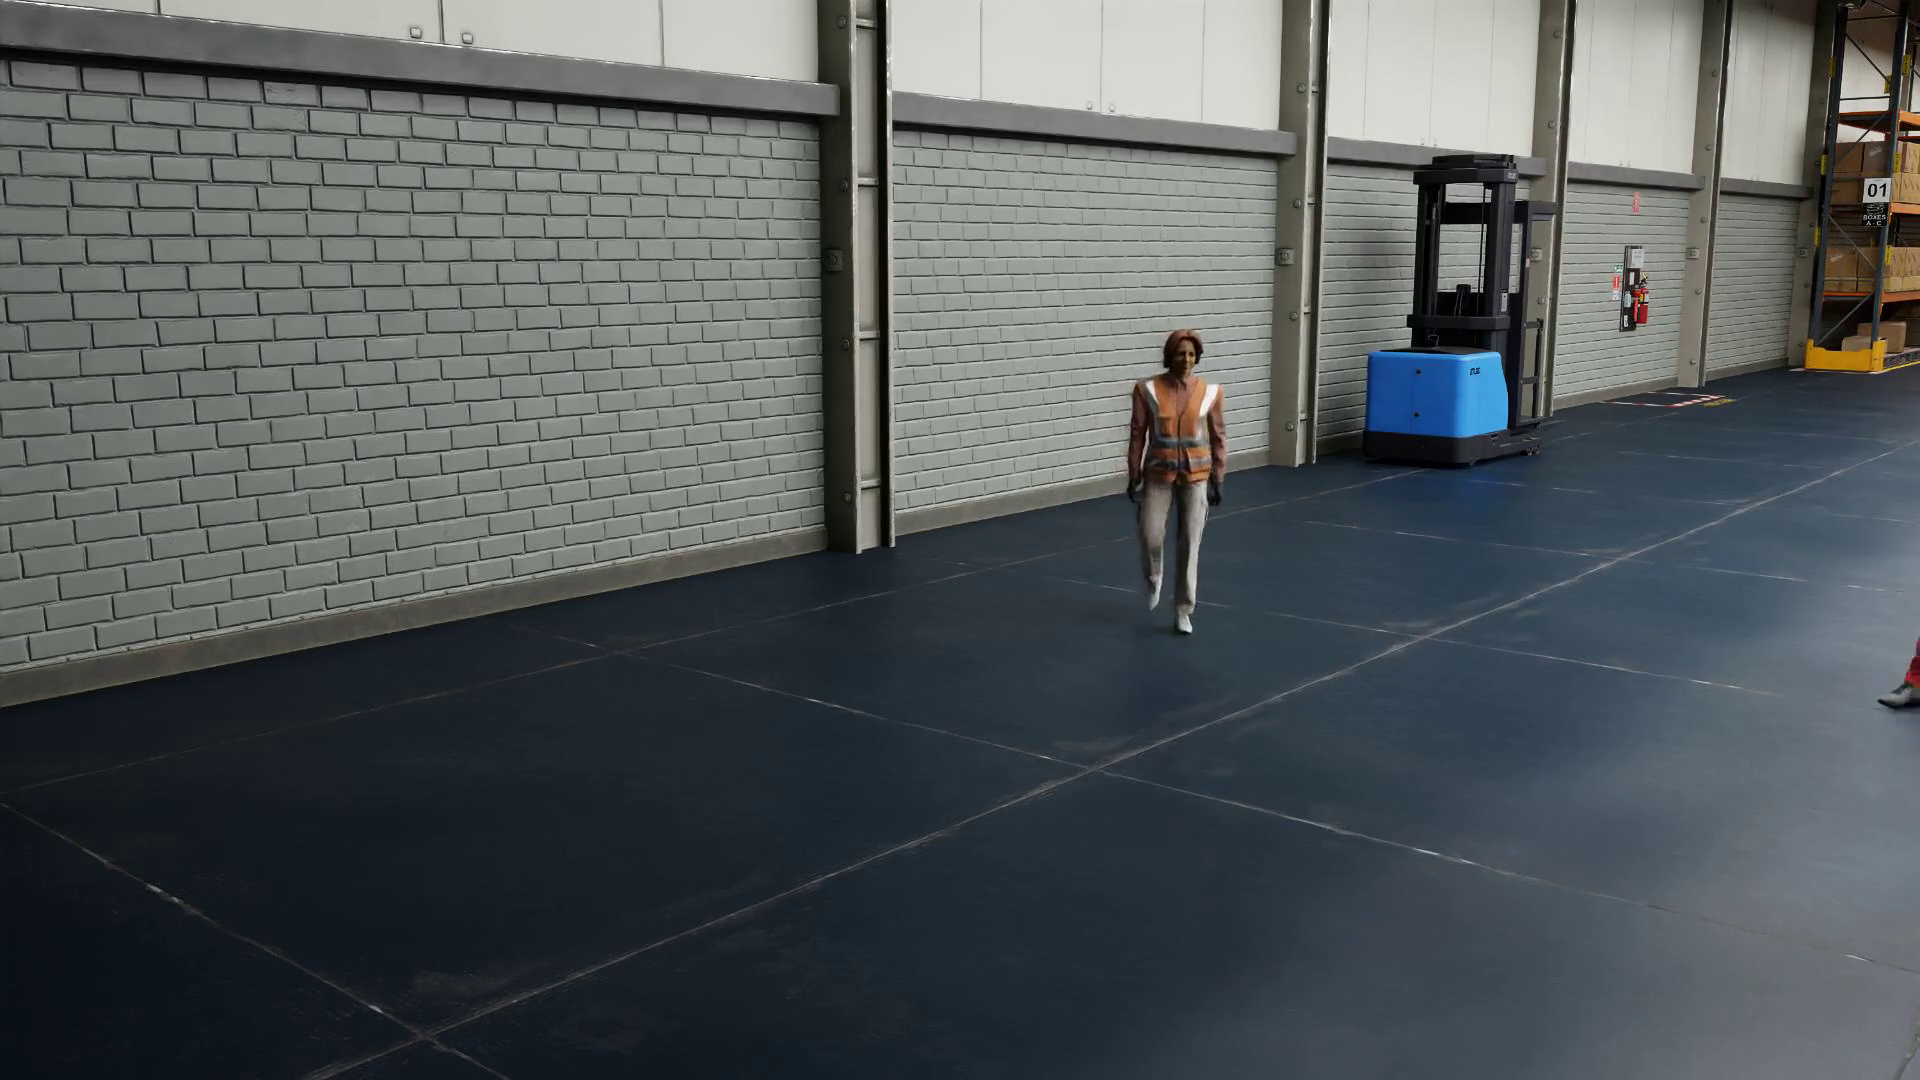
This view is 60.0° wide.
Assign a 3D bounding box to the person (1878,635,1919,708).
[{"bbox_3d":[4.652,-0.096,7.450,0.924,1.715,0.527,-4,11,-20],"label":"person"}]

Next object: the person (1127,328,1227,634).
[{"bbox_3d":[1.169,-0.328,8.974,0.538,1.623,0.466,0,10,2],"label":"person"}]

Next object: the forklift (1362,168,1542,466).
[{"bbox_3d":[4.875,-2.212,16.287,1.129,2.768,1.873,8,13,40],"label":"forklift"}]
